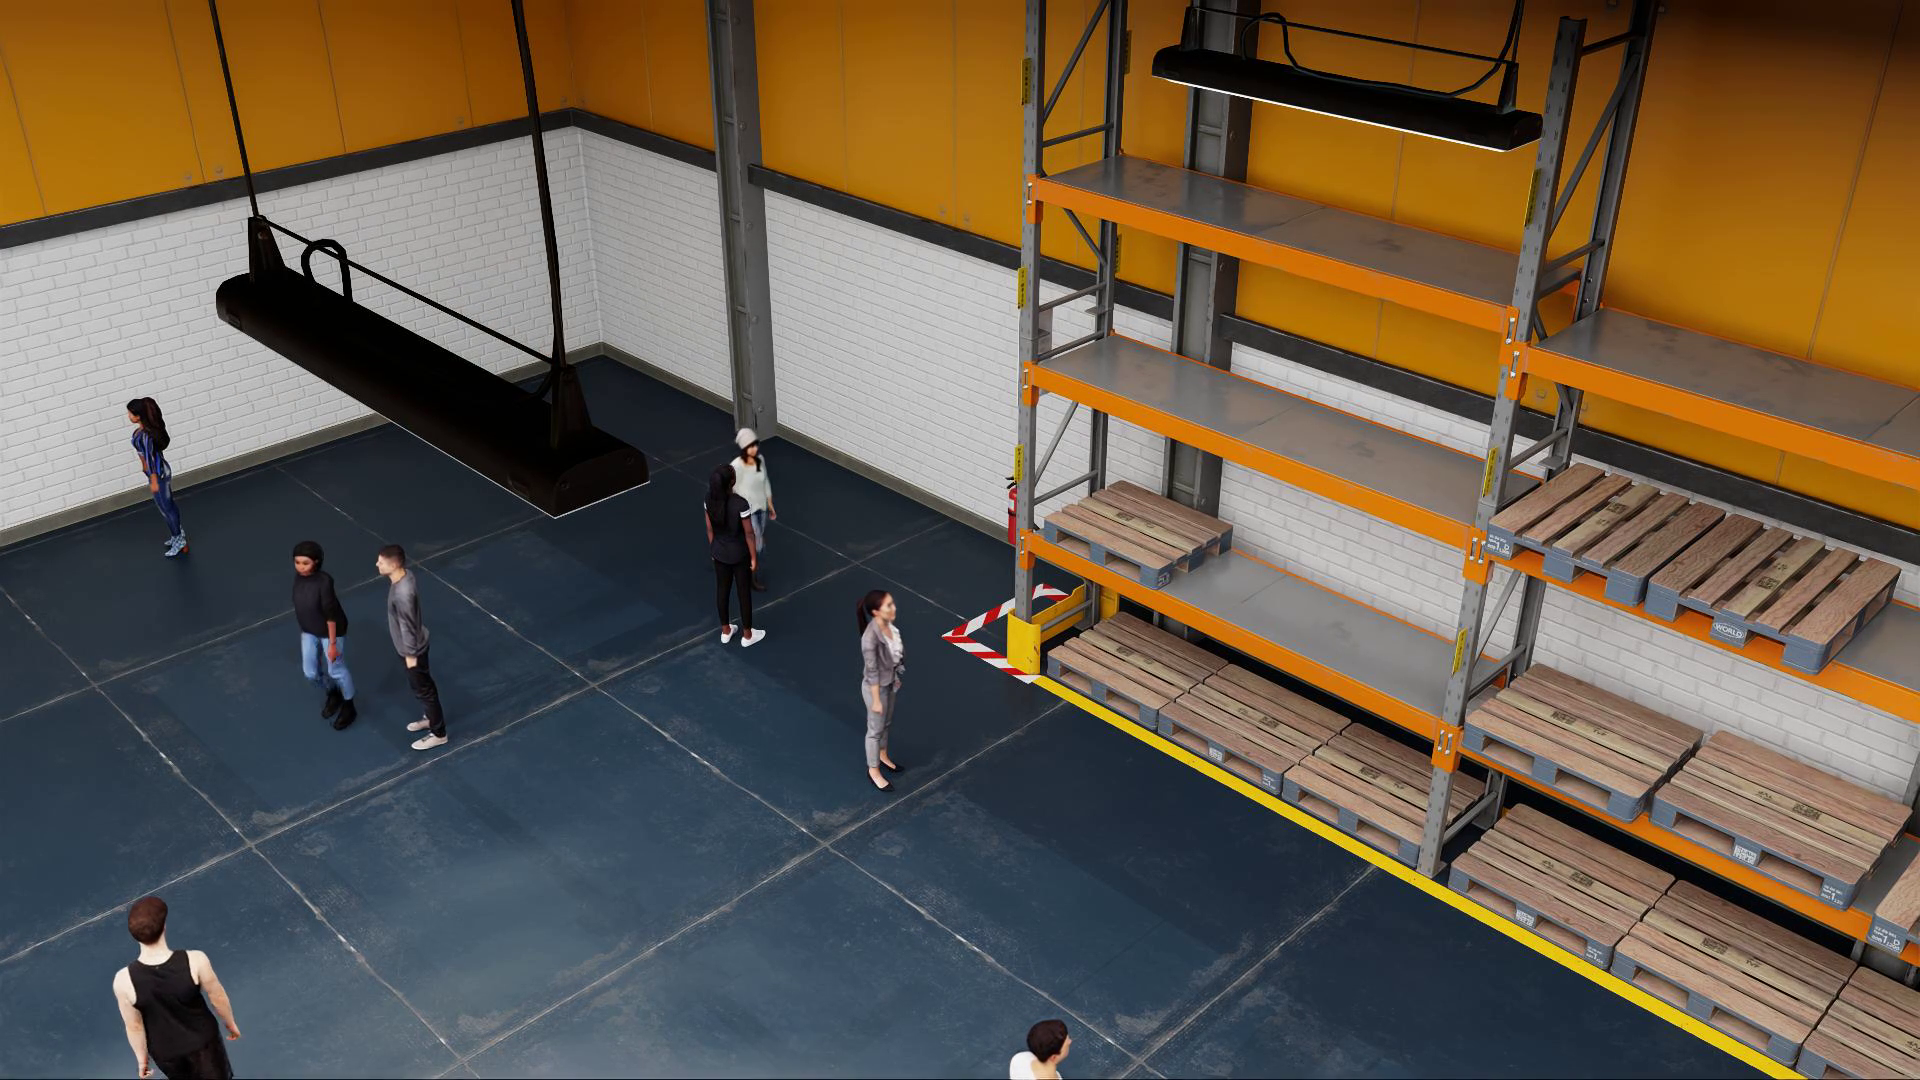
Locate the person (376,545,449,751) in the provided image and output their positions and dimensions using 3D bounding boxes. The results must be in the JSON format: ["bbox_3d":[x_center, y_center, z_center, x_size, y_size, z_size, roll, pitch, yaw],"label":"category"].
[{"bbox_3d":[-4.293,0.815,13.064,0.740,1.759,0.599,-10,30,-18],"label":"person"}]

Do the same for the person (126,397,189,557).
[{"bbox_3d":[-7.642,-0.617,15.836,0.754,1.618,0.625,-10,30,-18],"label":"person"}]

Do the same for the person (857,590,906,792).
[{"bbox_3d":[-0.601,1.114,12.600,0.743,1.679,0.719,8,30,15],"label":"person"}]

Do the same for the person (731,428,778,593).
[{"bbox_3d":[-1.969,-0.295,15.224,0.686,1.639,0.632,19,34,31],"label":"person"}]

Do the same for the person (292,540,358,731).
[{"bbox_3d":[-5.025,0.722,13.318,0.636,1.679,0.719,11,31,20],"label":"person"}]

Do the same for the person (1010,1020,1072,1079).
[{"bbox_3d":[0.427,3.199,8.662,0.755,1.789,0.601,-15,32,-26],"label":"person"}]

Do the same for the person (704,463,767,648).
[{"bbox_3d":[-1.969,0.119,14.371,0.644,1.729,0.754,11,31,20],"label":"person"}]

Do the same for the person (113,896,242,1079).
[{"bbox_3d":[-4.316,2.835,9.254,0.986,1.861,1.263,-11,31,-20],"label":"person"}]
